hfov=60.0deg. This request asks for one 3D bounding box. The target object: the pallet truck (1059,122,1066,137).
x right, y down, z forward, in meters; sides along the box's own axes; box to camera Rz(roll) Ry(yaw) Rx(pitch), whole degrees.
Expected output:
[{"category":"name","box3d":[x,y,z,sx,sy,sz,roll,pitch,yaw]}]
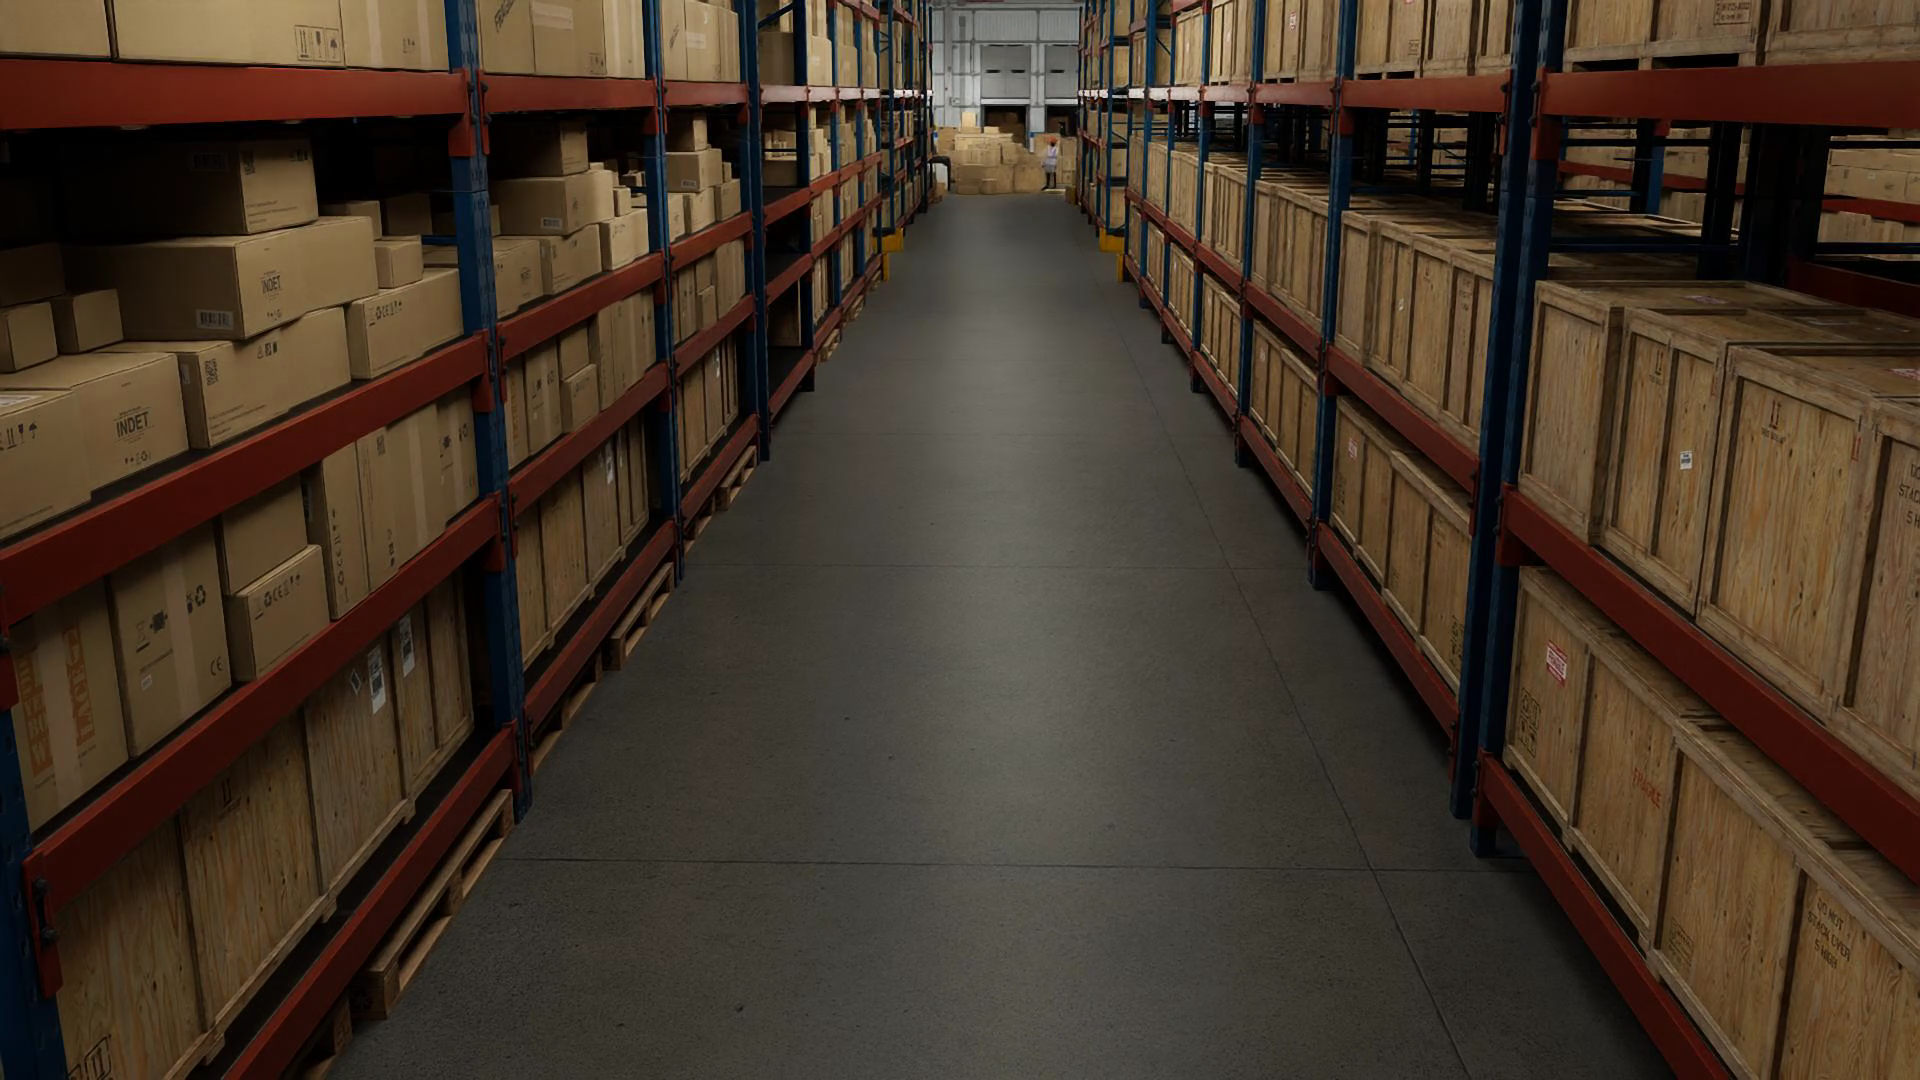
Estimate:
[{"category":"pallet truck","box3d":[5.788,-21.111,88.014,1.885,1.965,0.823,5,16,18]}]

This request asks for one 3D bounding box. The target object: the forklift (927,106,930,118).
[{"category":"forklift","box3d":[-1.928,-21.355,87.247,1.129,2.768,1.873,0,15,2]}]

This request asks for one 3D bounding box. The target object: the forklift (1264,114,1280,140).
[{"category":"forklift","box3d":[11.017,-13.910,59.545,1.129,2.768,1.873,0,15,2]}]

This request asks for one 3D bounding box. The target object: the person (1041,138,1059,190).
[{"category":"person","box3d":[3.293,-13.785,60.975,0.669,1.893,0.370,6,16,22]}]
